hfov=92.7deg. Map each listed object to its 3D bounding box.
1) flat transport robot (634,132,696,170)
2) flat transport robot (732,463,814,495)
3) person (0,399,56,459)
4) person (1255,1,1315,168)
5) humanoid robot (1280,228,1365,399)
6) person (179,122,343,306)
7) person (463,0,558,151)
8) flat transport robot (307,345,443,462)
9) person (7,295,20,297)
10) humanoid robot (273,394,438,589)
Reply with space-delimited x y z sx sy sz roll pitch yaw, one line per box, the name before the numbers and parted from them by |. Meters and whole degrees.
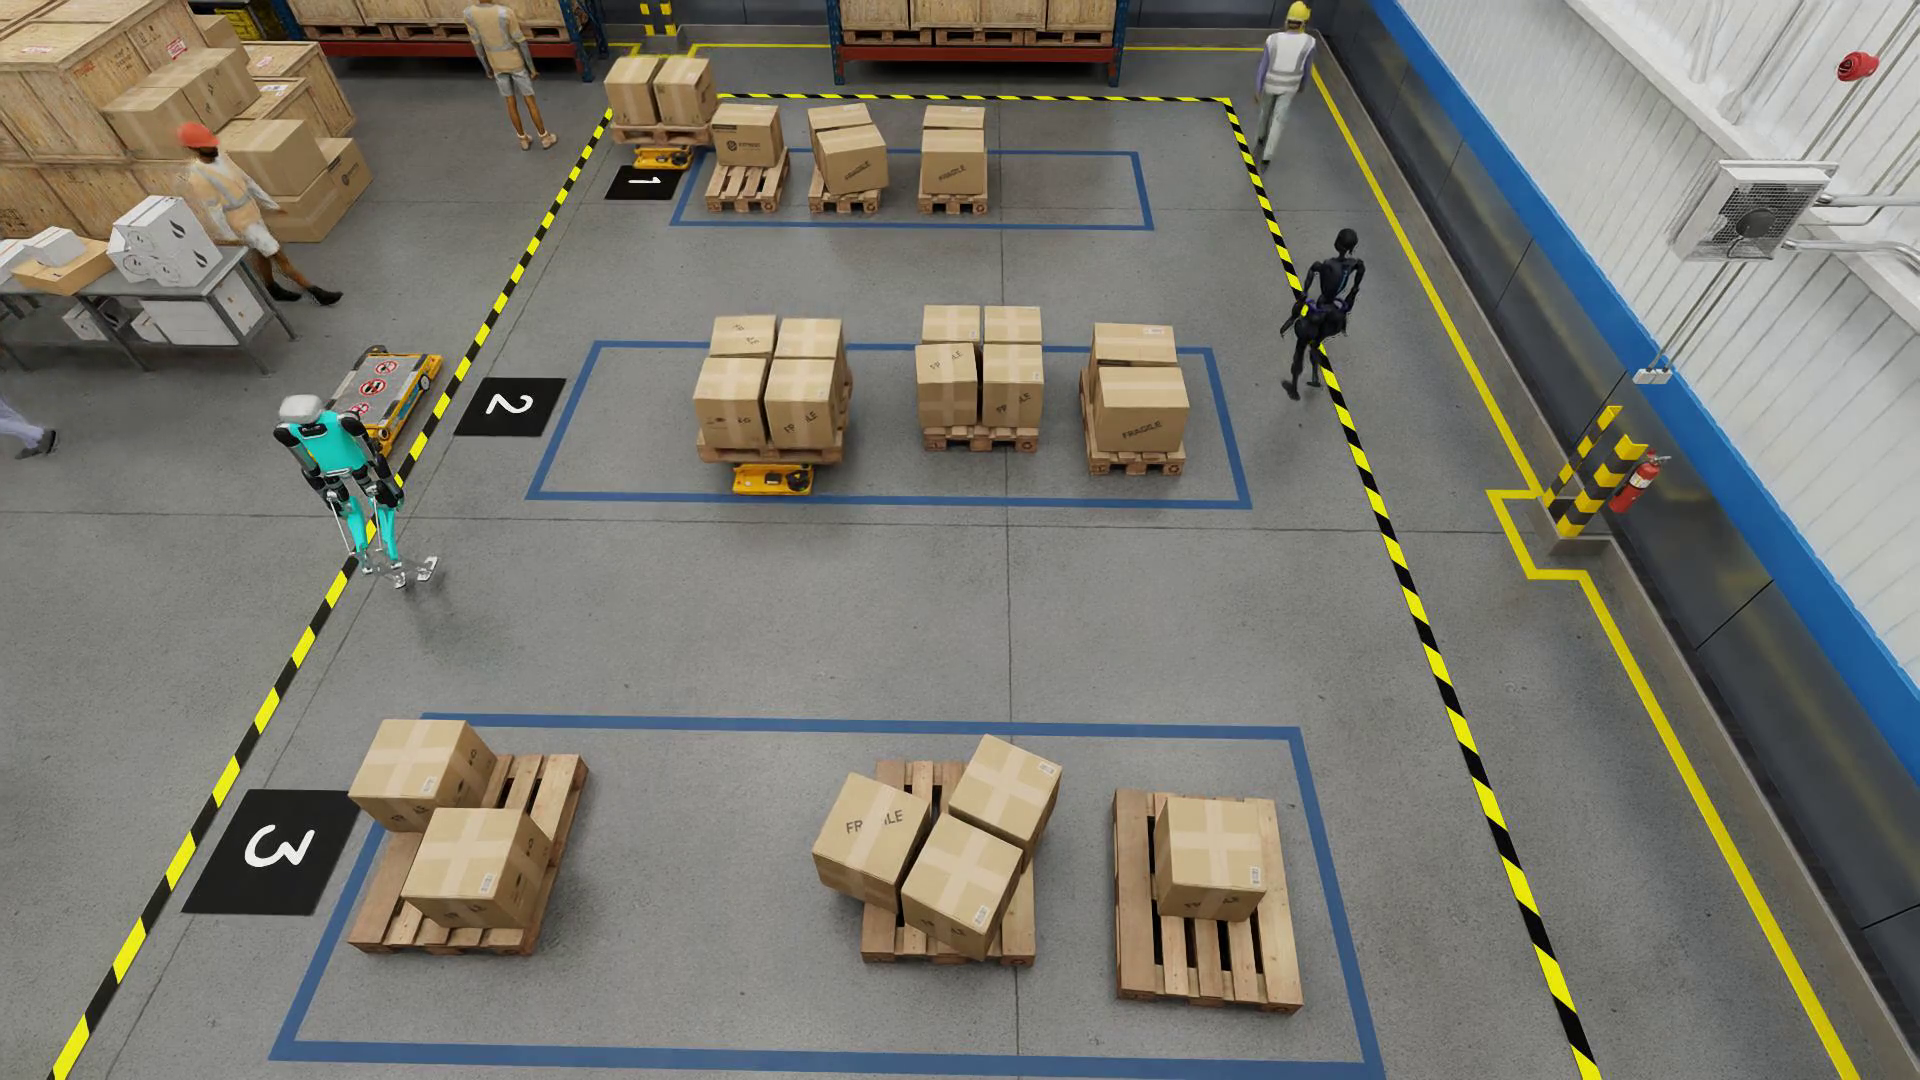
flat transport robot | -3.689 -5.182 11.733 0.652 0.197 1.431 1 50 1
flat transport robot | -1.589 -0.980 8.178 0.652 0.197 1.431 1 50 1
person | -8.226 -1.325 7.513 0.405 1.752 0.531 -22 53 -18
person | 3.849 -5.470 11.005 0.583 1.784 0.965 17 52 14
humanoid robot | 3.178 -1.978 8.120 0.613 1.646 0.336 -8 50 -7
person | -6.868 -3.138 8.953 0.851 1.900 0.548 -5 50 -4
person | -5.459 -5.765 11.086 0.613 2.039 0.388 -2 50 -2
flat transport robot | -5.383 -1.269 8.441 0.659 0.231 1.431 1 50 1
person | -10.228 -3.140 9.019 0.939 1.792 0.649 -8 50 -7
humanoid robot | -4.274 -0.203 6.488 0.533 1.677 0.735 -11 51 -9
